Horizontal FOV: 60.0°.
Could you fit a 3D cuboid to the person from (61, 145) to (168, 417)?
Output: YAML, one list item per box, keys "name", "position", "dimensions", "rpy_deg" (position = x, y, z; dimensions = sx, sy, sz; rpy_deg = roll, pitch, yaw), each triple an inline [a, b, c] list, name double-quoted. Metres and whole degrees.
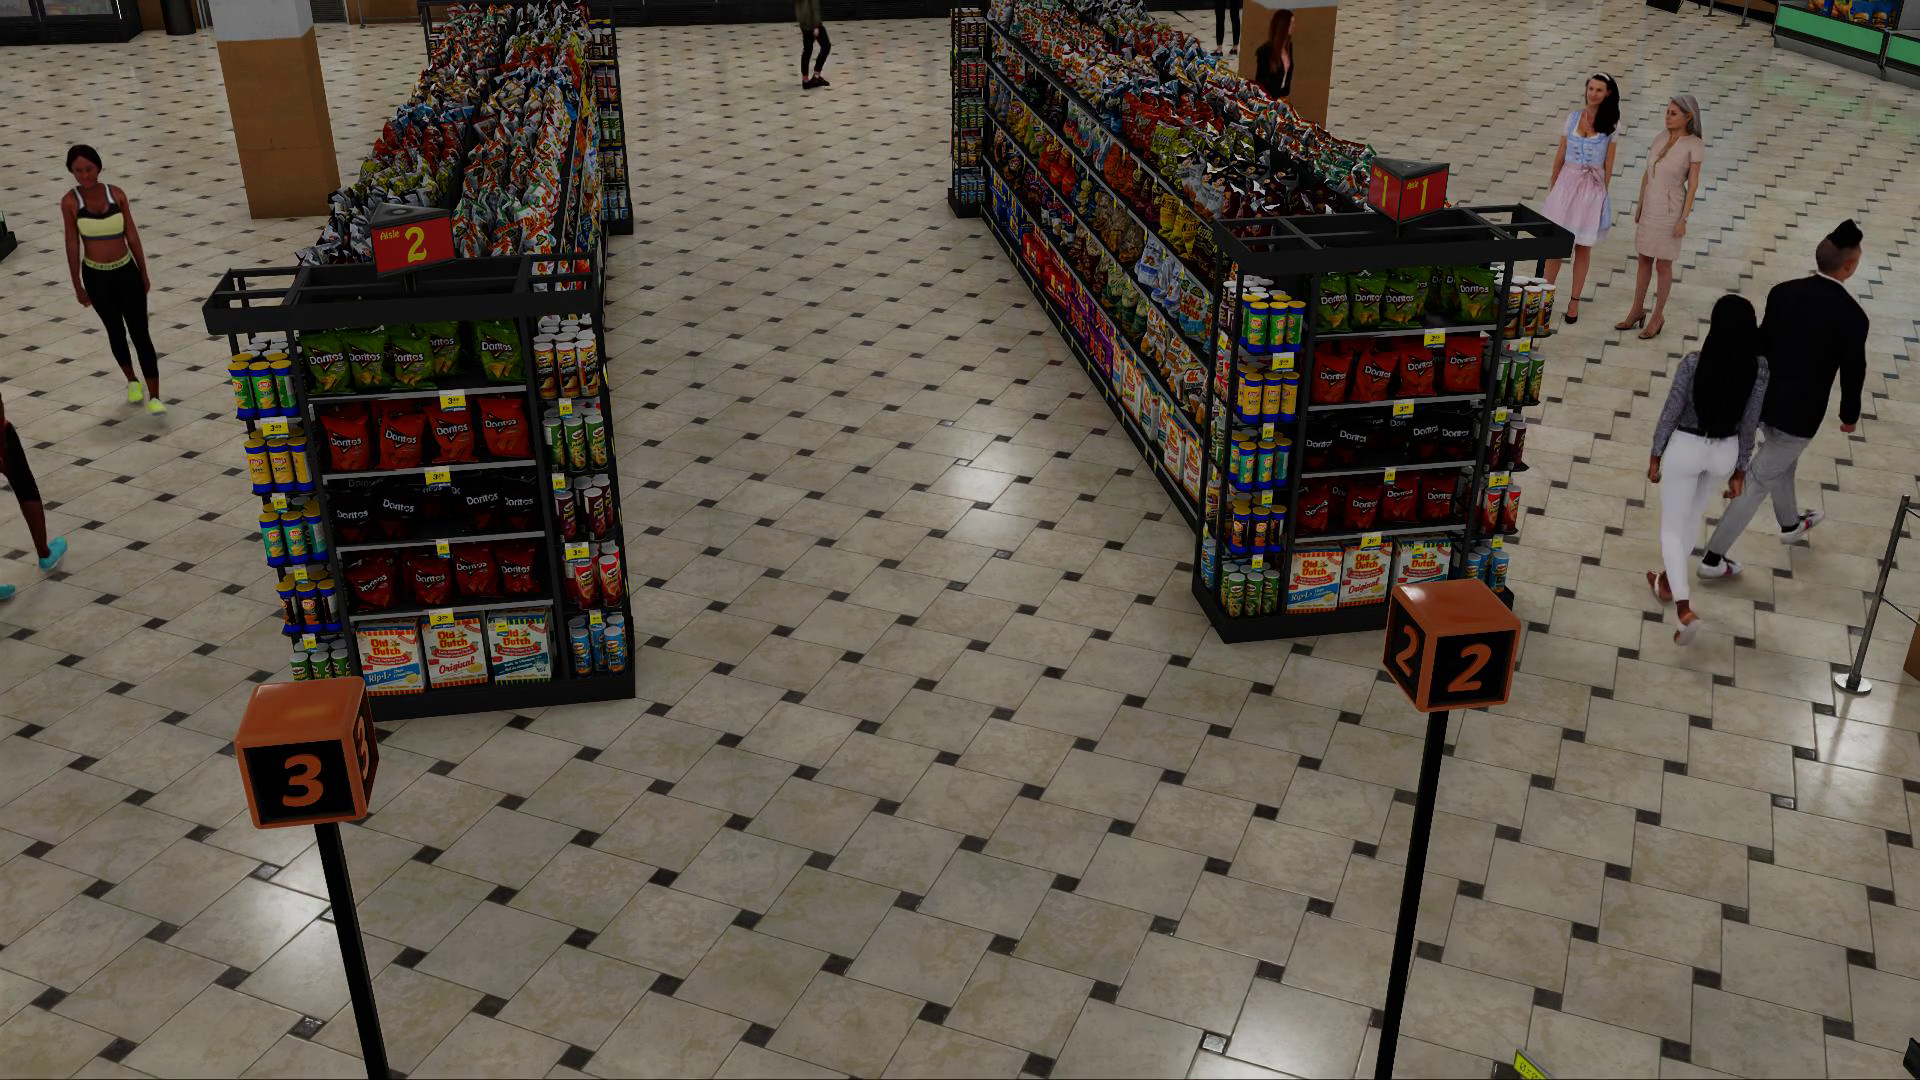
- name: "person"
  position: [-5.419, -1.667, 10.632]
  dimensions: [0.799, 1.718, 1.106]
  rpy_deg: [-14, 30, -25]

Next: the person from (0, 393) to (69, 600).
- name: "person"
  position: [-4.942, -0.458, 8.296]
  dimensions: [0.713, 1.675, 0.978]
  rpy_deg: [5, 27, 9]

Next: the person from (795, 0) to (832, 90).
- name: "person"
  position: [-1.810, -6.039, 19.531]
  dimensions: [0.757, 1.468, 0.633]
  rpy_deg: [-15, 31, -28]

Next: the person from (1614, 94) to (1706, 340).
- name: "person"
  position: [5.013, -2.300, 11.862]
  dimensions: [0.718, 1.735, 0.574]
  rpy_deg: [-13, 29, -23]

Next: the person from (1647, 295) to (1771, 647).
- name: "person"
  position: [3.574, -0.311, 7.988]
  dimensions: [0.858, 1.690, 1.218]
  rpy_deg: [4, 27, 8]

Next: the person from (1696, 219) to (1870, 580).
- name: "person"
  position: [4.123, -0.652, 8.425]
  dimensions: [0.918, 1.903, 1.177]
  rpy_deg: [-11, 29, -20]

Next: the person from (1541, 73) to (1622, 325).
- name: "person"
  position: [4.514, -2.491, 12.142]
  dimensions: [0.858, 1.822, 0.915]
  rpy_deg: [16, 31, 28]

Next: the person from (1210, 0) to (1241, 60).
- name: "person"
  position: [3.432, -7.052, 21.273]
  dimensions: [0.614, 1.698, 0.594]
  rpy_deg: [-8, 28, -16]

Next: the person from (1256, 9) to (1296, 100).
- name: "person"
  position: [2.770, -3.989, 15.239]
  dimensions: [0.890, 1.693, 1.024]
  rpy_deg: [-21, 34, -35]
